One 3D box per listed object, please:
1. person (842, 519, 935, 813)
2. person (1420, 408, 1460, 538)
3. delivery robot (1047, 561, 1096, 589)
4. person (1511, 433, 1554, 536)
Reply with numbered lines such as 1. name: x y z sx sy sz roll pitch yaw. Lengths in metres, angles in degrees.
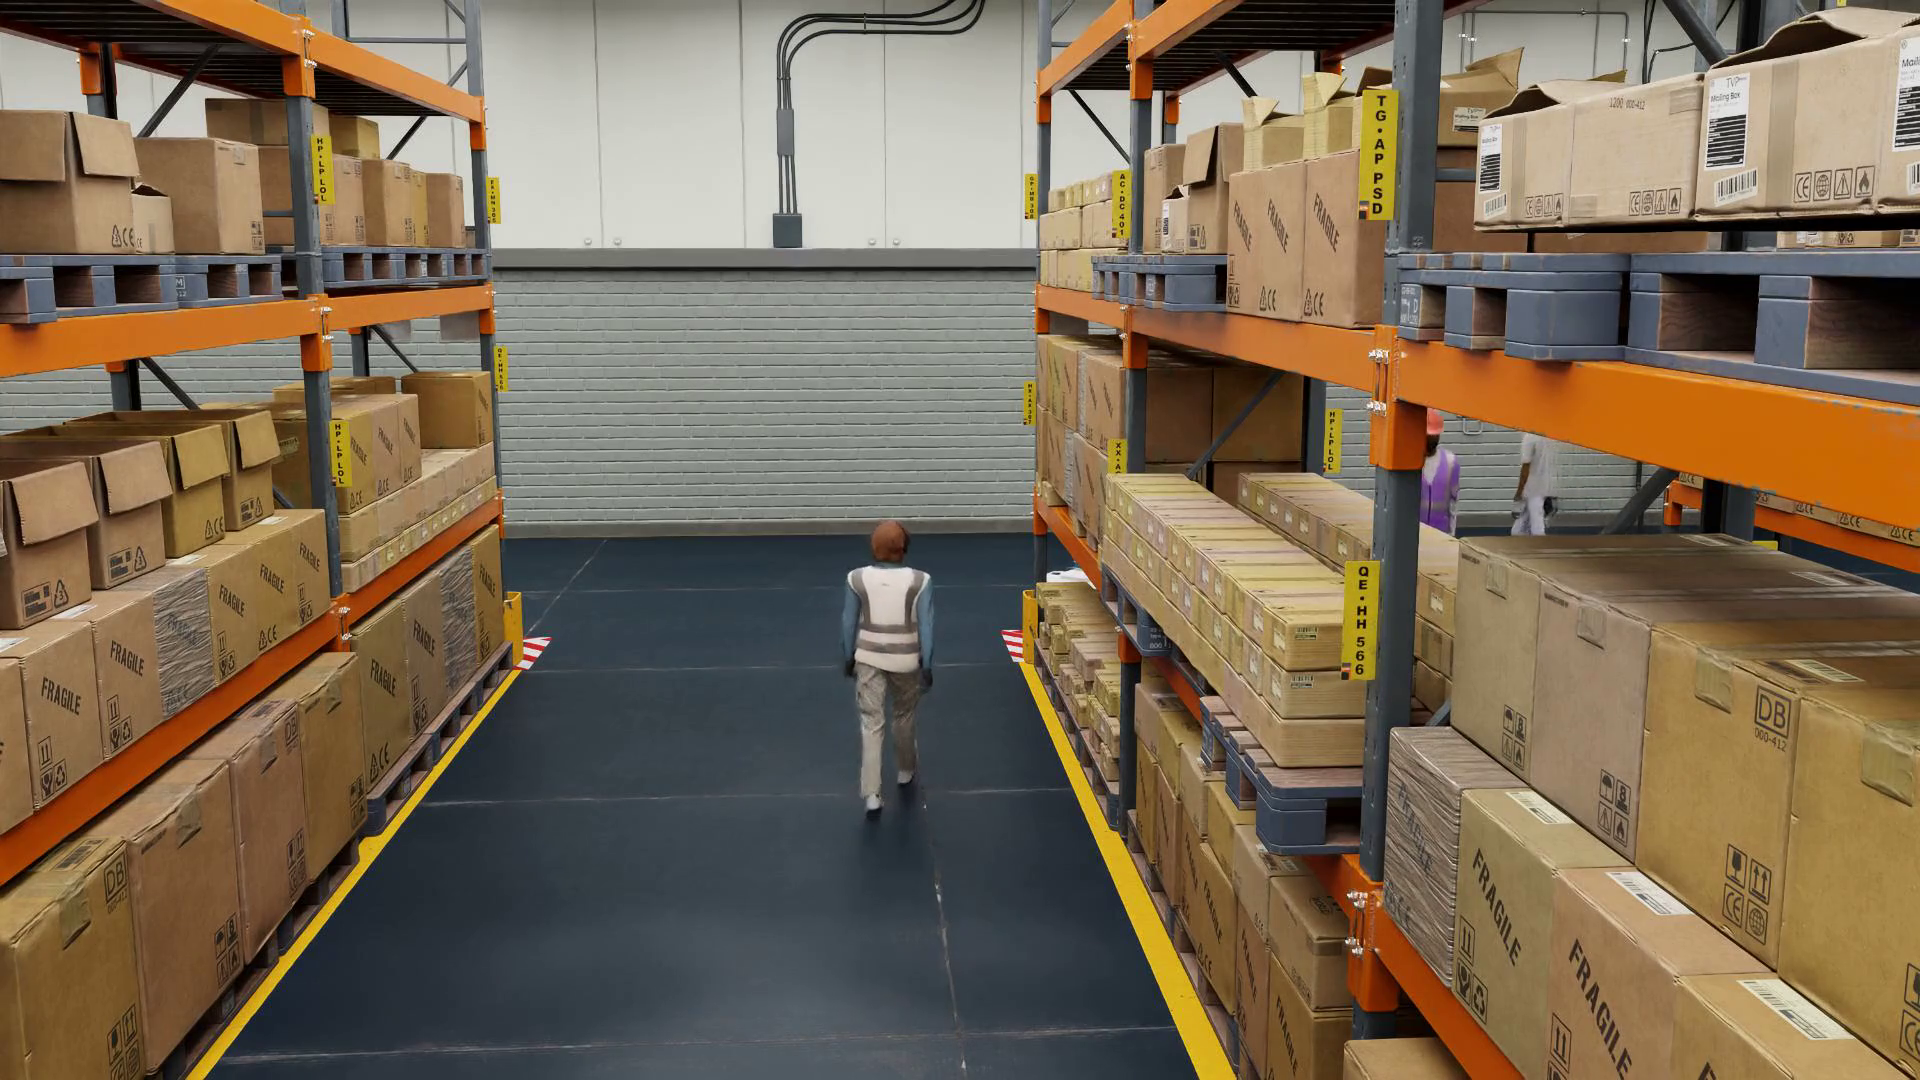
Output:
1. person: -0.403 0.679 9.257 0.529 1.595 0.847 1 10 5
2. person: 3.521 -0.039 12.578 0.563 1.894 0.902 0 10 1
3. delivery robot: 0.993 0.407 13.638 0.707 0.478 0.477 8 13 40
4. person: 5.196 -0.394 14.897 0.936 1.834 0.533 8 12 39
